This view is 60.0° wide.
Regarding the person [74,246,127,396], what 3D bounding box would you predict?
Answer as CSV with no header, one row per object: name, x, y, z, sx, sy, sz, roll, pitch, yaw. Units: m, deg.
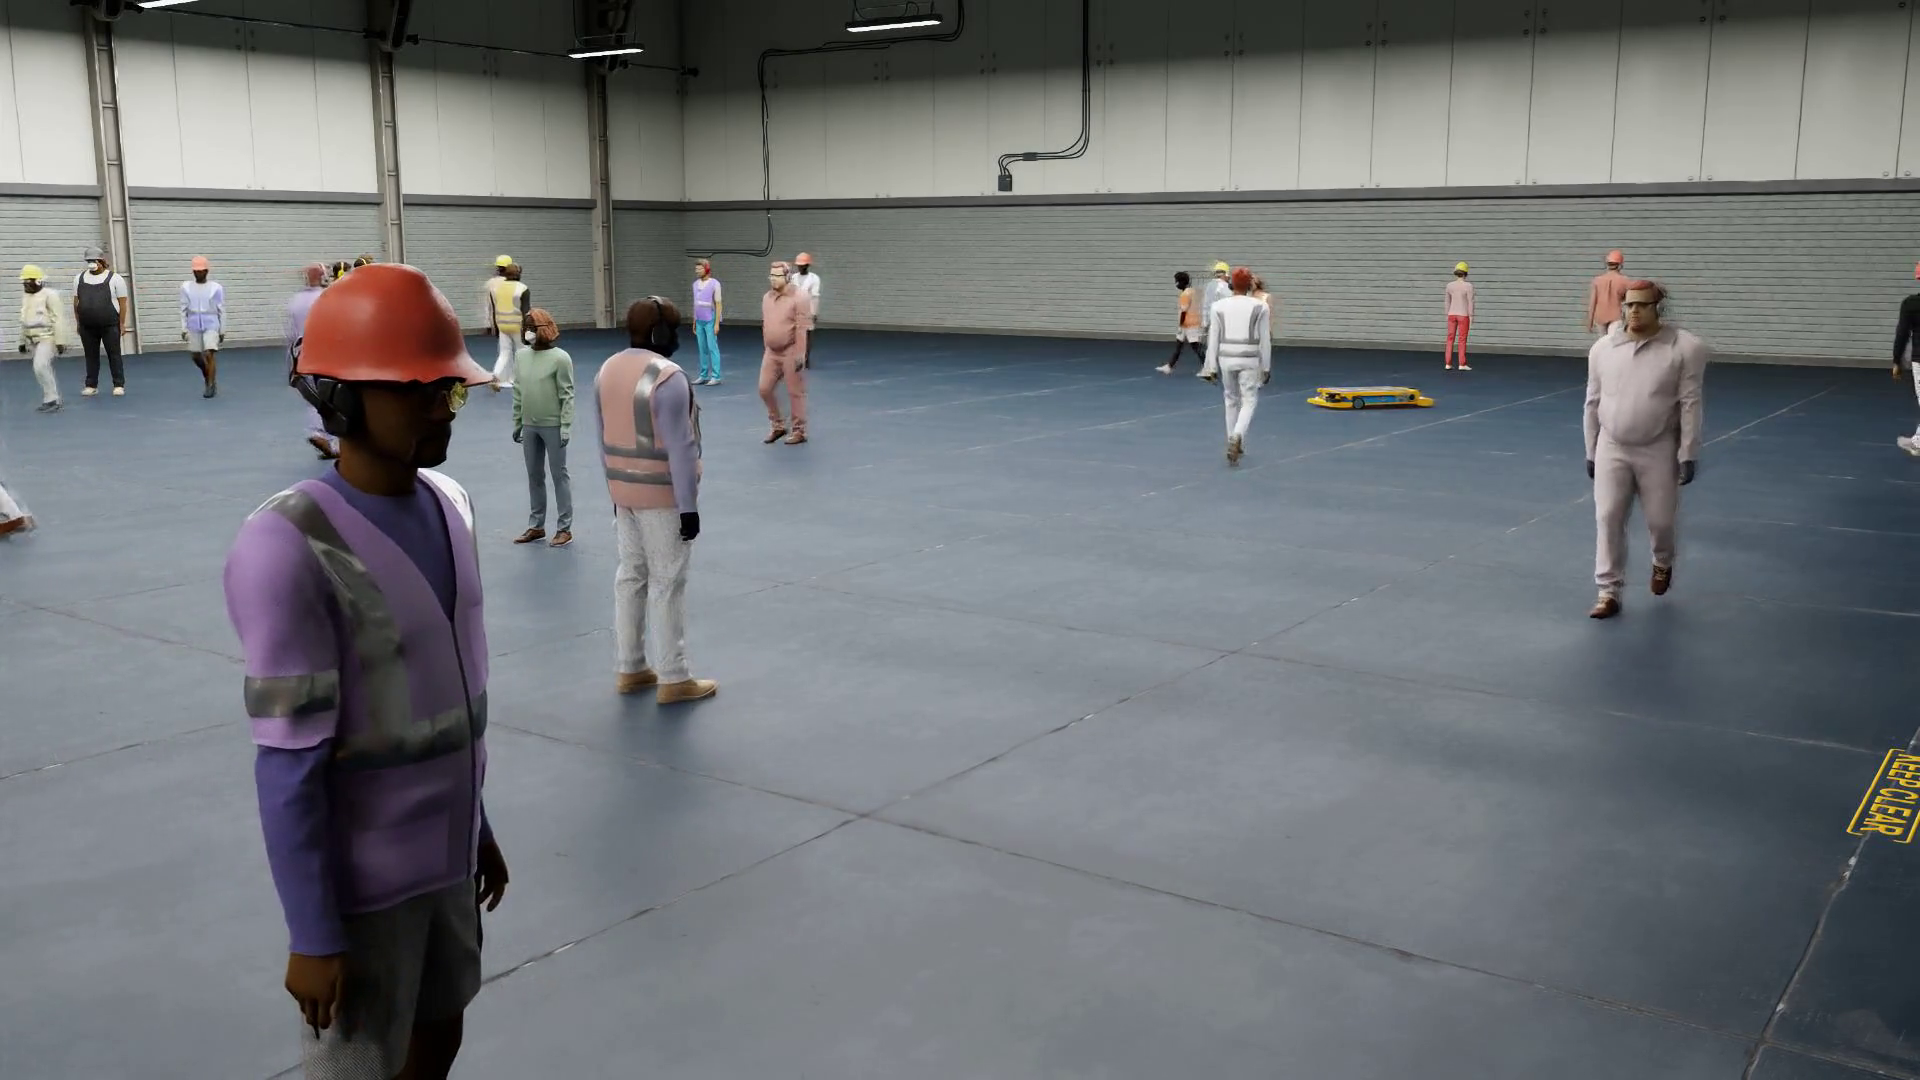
person,-11.757,-2.986,22.717,0.675,2.000,0.536,-1,10,-8

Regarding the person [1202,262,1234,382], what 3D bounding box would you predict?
person,3.995,-3.256,24.946,0.867,1.781,0.613,-3,11,-17

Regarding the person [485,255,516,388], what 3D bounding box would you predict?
person,-6.488,-3.150,24.039,0.598,1.897,0.813,6,12,31

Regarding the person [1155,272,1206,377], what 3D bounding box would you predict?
person,3.523,-3.352,25.876,0.904,1.635,0.563,2,10,12

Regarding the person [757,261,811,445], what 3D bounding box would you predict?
person,-1.828,-1.916,17.166,0.656,1.889,0.534,6,12,32

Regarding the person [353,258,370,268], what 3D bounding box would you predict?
person,-8.241,-2.967,23.087,0.509,1.872,0.328,6,12,29

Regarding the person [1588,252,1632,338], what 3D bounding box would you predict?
person,9.626,-3.272,24.615,0.611,1.950,1.030,8,13,40

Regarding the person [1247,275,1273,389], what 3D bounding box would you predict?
person,4.109,-2.916,23.477,0.552,1.619,0.541,8,13,39

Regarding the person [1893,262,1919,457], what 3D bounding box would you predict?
person,9.240,-1.701,15.805,0.651,1.927,1.051,1,10,6

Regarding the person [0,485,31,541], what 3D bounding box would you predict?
person,-7.014,-0.894,11.451,1.019,1.895,0.646,-4,11,-20

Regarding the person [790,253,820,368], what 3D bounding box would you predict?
person,-2.596,-3.814,27.691,0.539,1.920,0.401,3,11,19

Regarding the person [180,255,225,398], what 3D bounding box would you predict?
person,-10.251,-2.898,22.565,0.565,1.918,0.631,-2,10,-11

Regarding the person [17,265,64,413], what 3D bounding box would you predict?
person,-11.271,-2.443,20.309,0.622,1.811,0.552,5,11,26

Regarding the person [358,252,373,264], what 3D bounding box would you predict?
person,-8.897,-3.328,24.923,0.379,1.937,0.629,-1,10,-4

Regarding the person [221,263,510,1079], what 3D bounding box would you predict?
person,-0.959,0.550,2.903,0.391,2.041,0.615,2,10,11

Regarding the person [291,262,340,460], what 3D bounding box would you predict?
person,-6.062,-1.701,15.911,0.667,1.895,0.426,7,12,33

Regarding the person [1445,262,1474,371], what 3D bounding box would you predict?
person,8.189,-3.657,27.248,0.320,1.767,0.525,-9,13,-40

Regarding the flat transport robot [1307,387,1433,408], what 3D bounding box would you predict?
flat transport robot,5.215,-1.823,21.154,1.431,0.197,0.652,-3,10,-14

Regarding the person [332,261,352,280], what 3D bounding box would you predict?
person,-8.337,-2.778,22.121,0.561,1.844,0.585,-3,11,-16

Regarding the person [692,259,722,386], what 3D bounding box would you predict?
person,-3.689,-3.173,24.317,0.572,1.840,0.373,9,14,42

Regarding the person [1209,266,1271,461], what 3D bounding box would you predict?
person,2.644,-1.665,15.813,0.580,1.861,0.829,4,11,21

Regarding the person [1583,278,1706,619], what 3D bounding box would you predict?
person,3.833,-0.524,9.352,0.644,1.889,0.758,7,12,33

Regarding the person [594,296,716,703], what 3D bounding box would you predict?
person,-1.383,-0.184,7.585,0.633,1.839,0.429,10,14,44

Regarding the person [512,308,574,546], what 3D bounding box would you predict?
person,-2.878,-0.774,11.468,0.500,1.633,0.284,5,11,25

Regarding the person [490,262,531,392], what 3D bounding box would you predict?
person,-6.168,-2.899,22.849,0.635,1.821,0.681,3,11,18
